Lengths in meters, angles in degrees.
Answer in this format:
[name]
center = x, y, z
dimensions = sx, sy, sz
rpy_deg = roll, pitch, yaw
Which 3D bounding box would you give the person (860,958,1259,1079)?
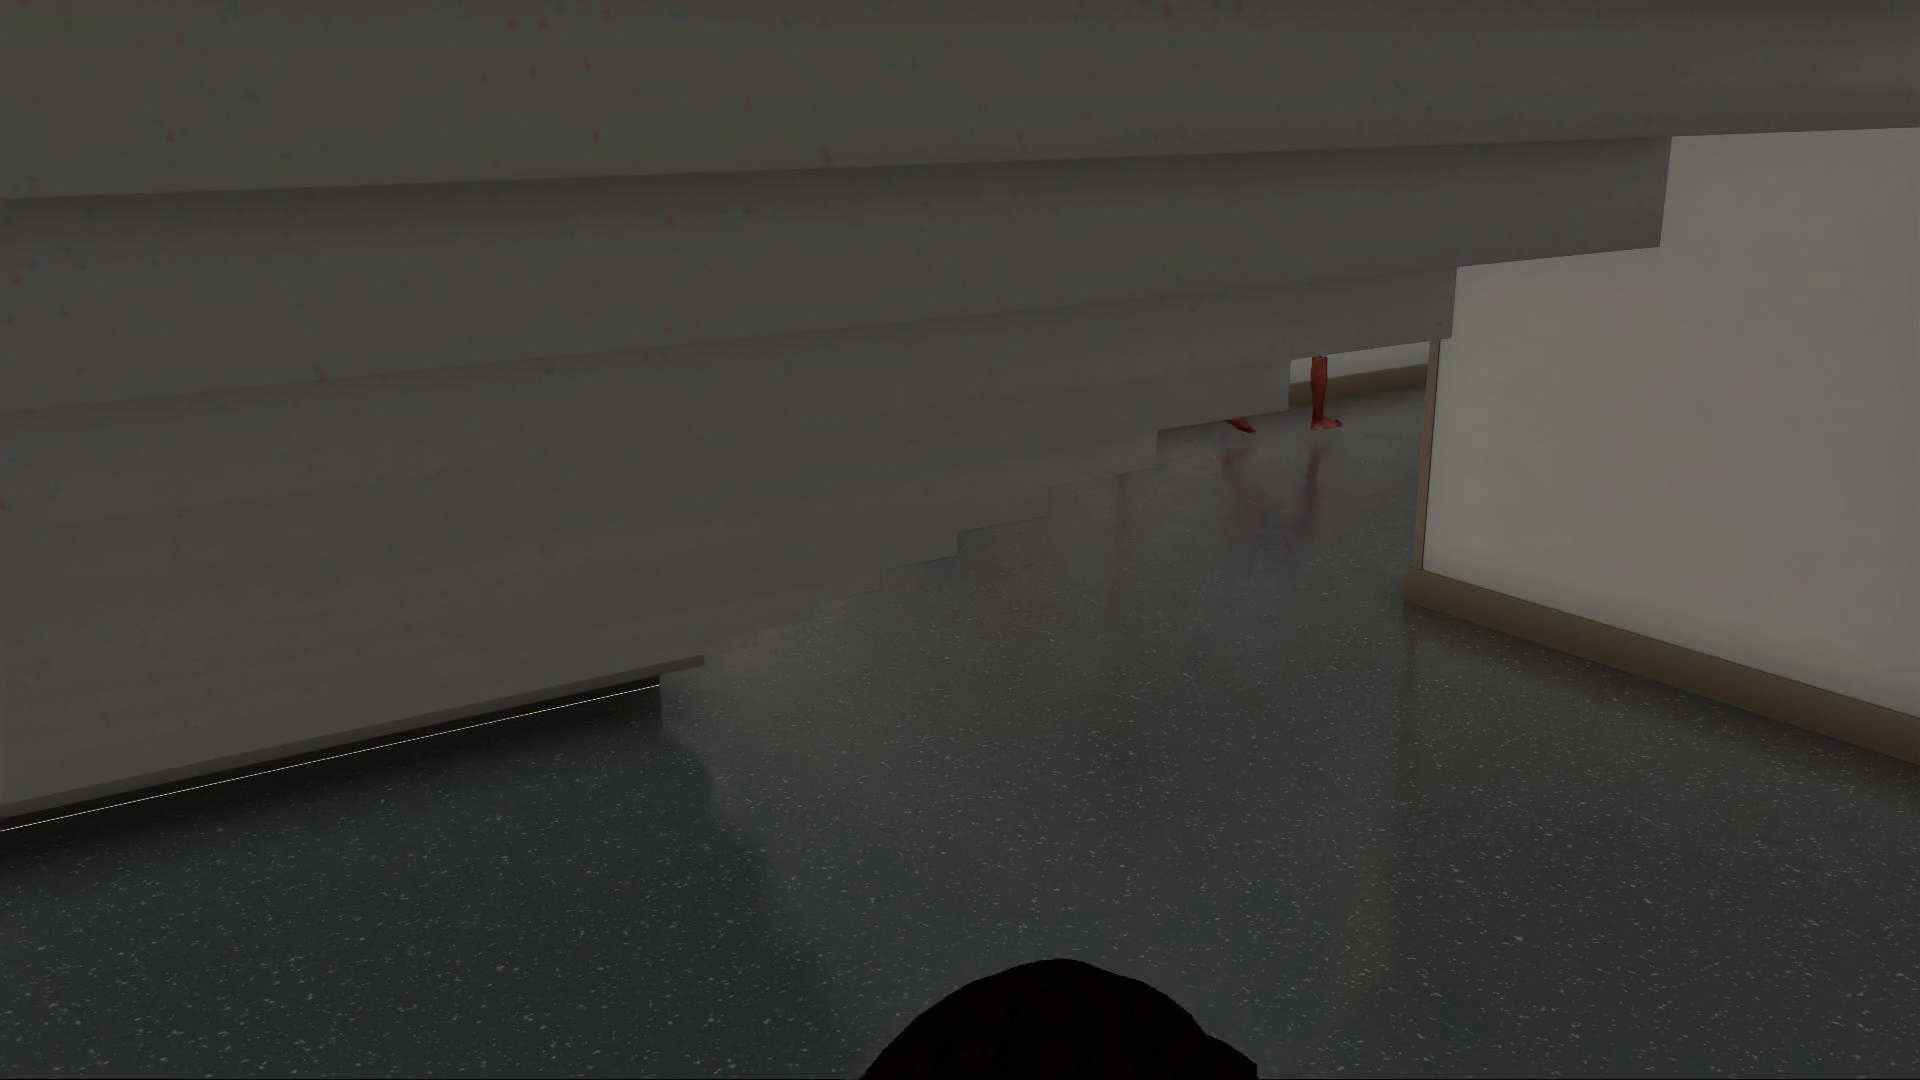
[person]
center = 0.020, 1.101, 1.017
dimensions = 0.718, 1.874, 0.759
rpy_deg = 11, 19, 35
